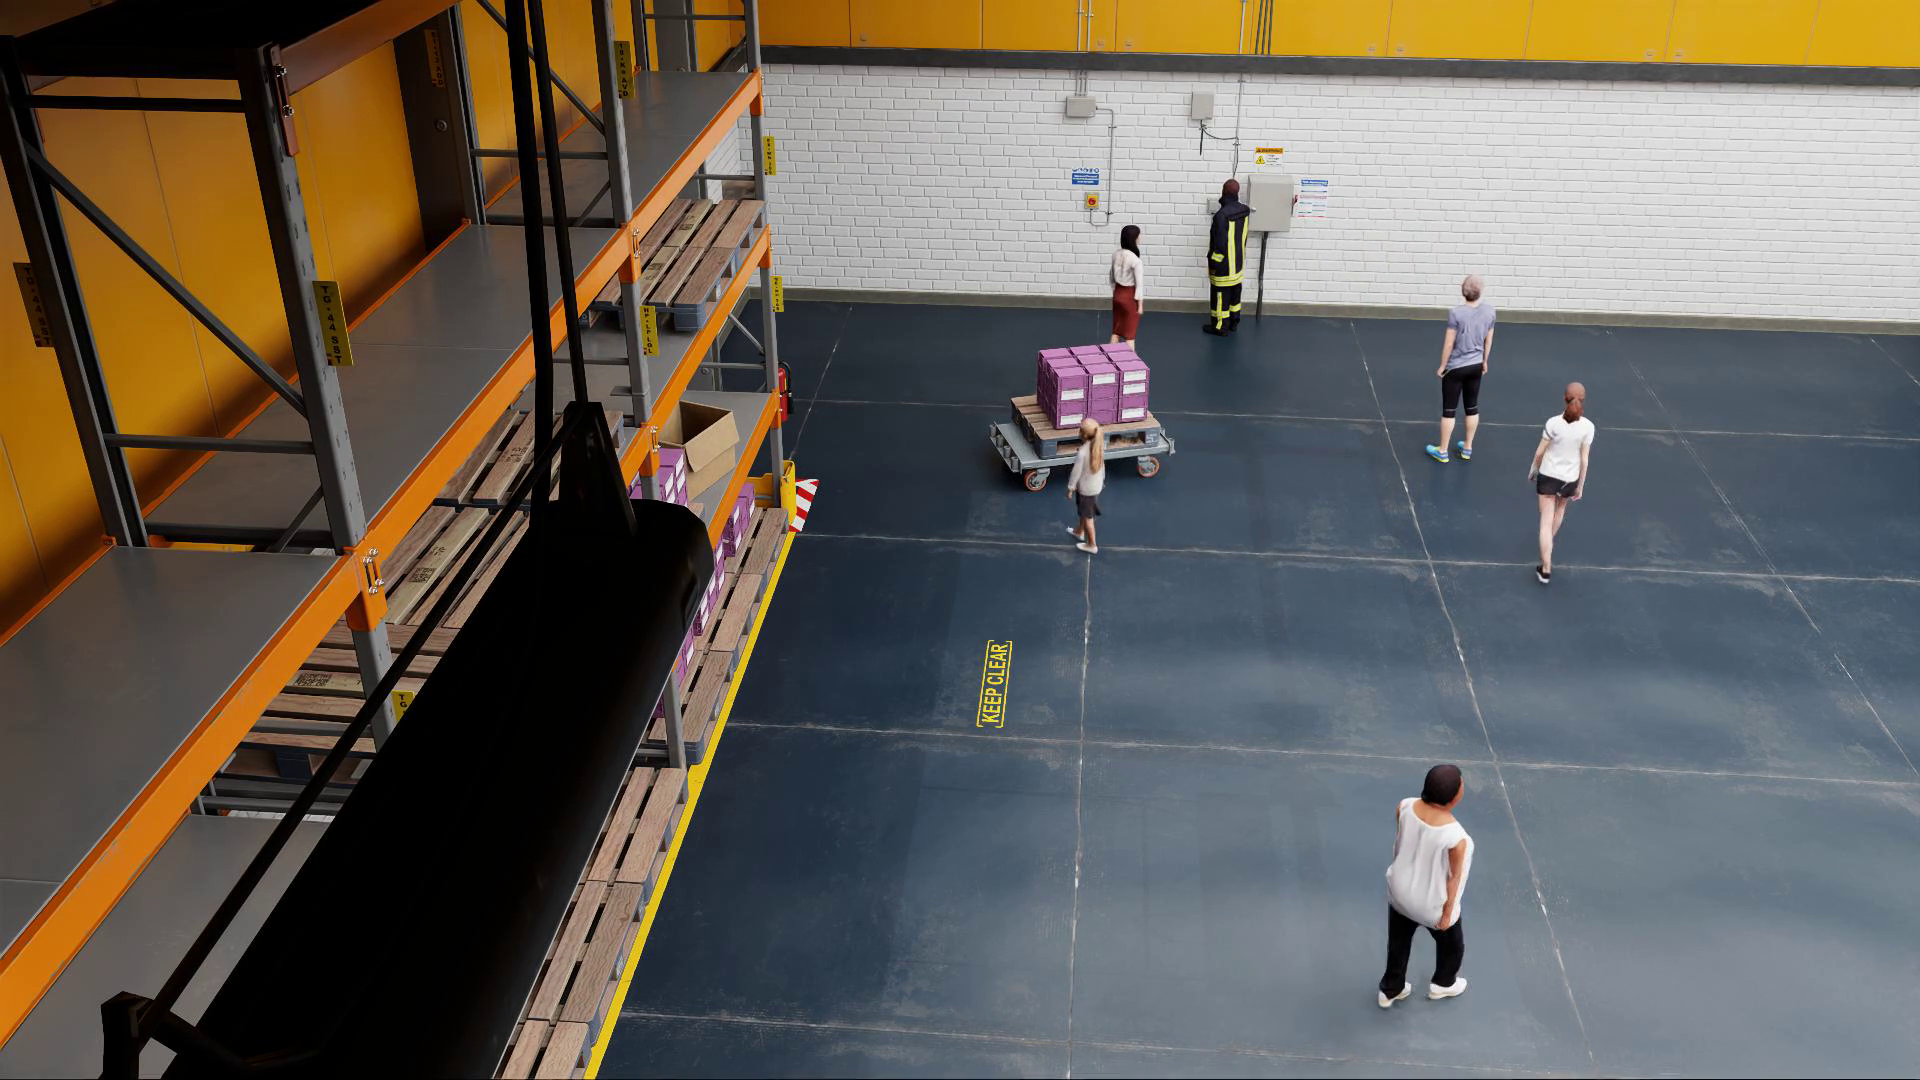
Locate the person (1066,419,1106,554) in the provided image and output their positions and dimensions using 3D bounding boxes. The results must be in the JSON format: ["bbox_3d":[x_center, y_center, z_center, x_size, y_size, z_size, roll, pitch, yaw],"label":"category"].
[{"bbox_3d":[1.165,-0.463,14.557,0.776,1.266,0.736,23,36,36],"label":"person"}]

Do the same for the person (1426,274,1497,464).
[{"bbox_3d":[4.881,-1.659,16.103,0.710,1.885,0.677,-5,29,-9],"label":"person"}]

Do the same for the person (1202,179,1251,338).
[{"bbox_3d":[3.082,-3.261,19.106,0.848,1.821,0.918,-24,37,-37],"label":"person"}]

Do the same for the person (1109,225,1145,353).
[{"bbox_3d":[1.786,-2.528,17.839,0.732,1.749,0.663,-20,35,-32],"label":"person"}]

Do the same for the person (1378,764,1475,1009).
[{"bbox_3d":[2.636,2.032,9.558,0.937,1.674,0.889,-18,33,-29],"label":"person"}]

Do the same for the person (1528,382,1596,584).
[{"bbox_3d":[5.064,-0.446,14.056,0.559,1.716,0.999,2,29,4],"label":"person"}]
